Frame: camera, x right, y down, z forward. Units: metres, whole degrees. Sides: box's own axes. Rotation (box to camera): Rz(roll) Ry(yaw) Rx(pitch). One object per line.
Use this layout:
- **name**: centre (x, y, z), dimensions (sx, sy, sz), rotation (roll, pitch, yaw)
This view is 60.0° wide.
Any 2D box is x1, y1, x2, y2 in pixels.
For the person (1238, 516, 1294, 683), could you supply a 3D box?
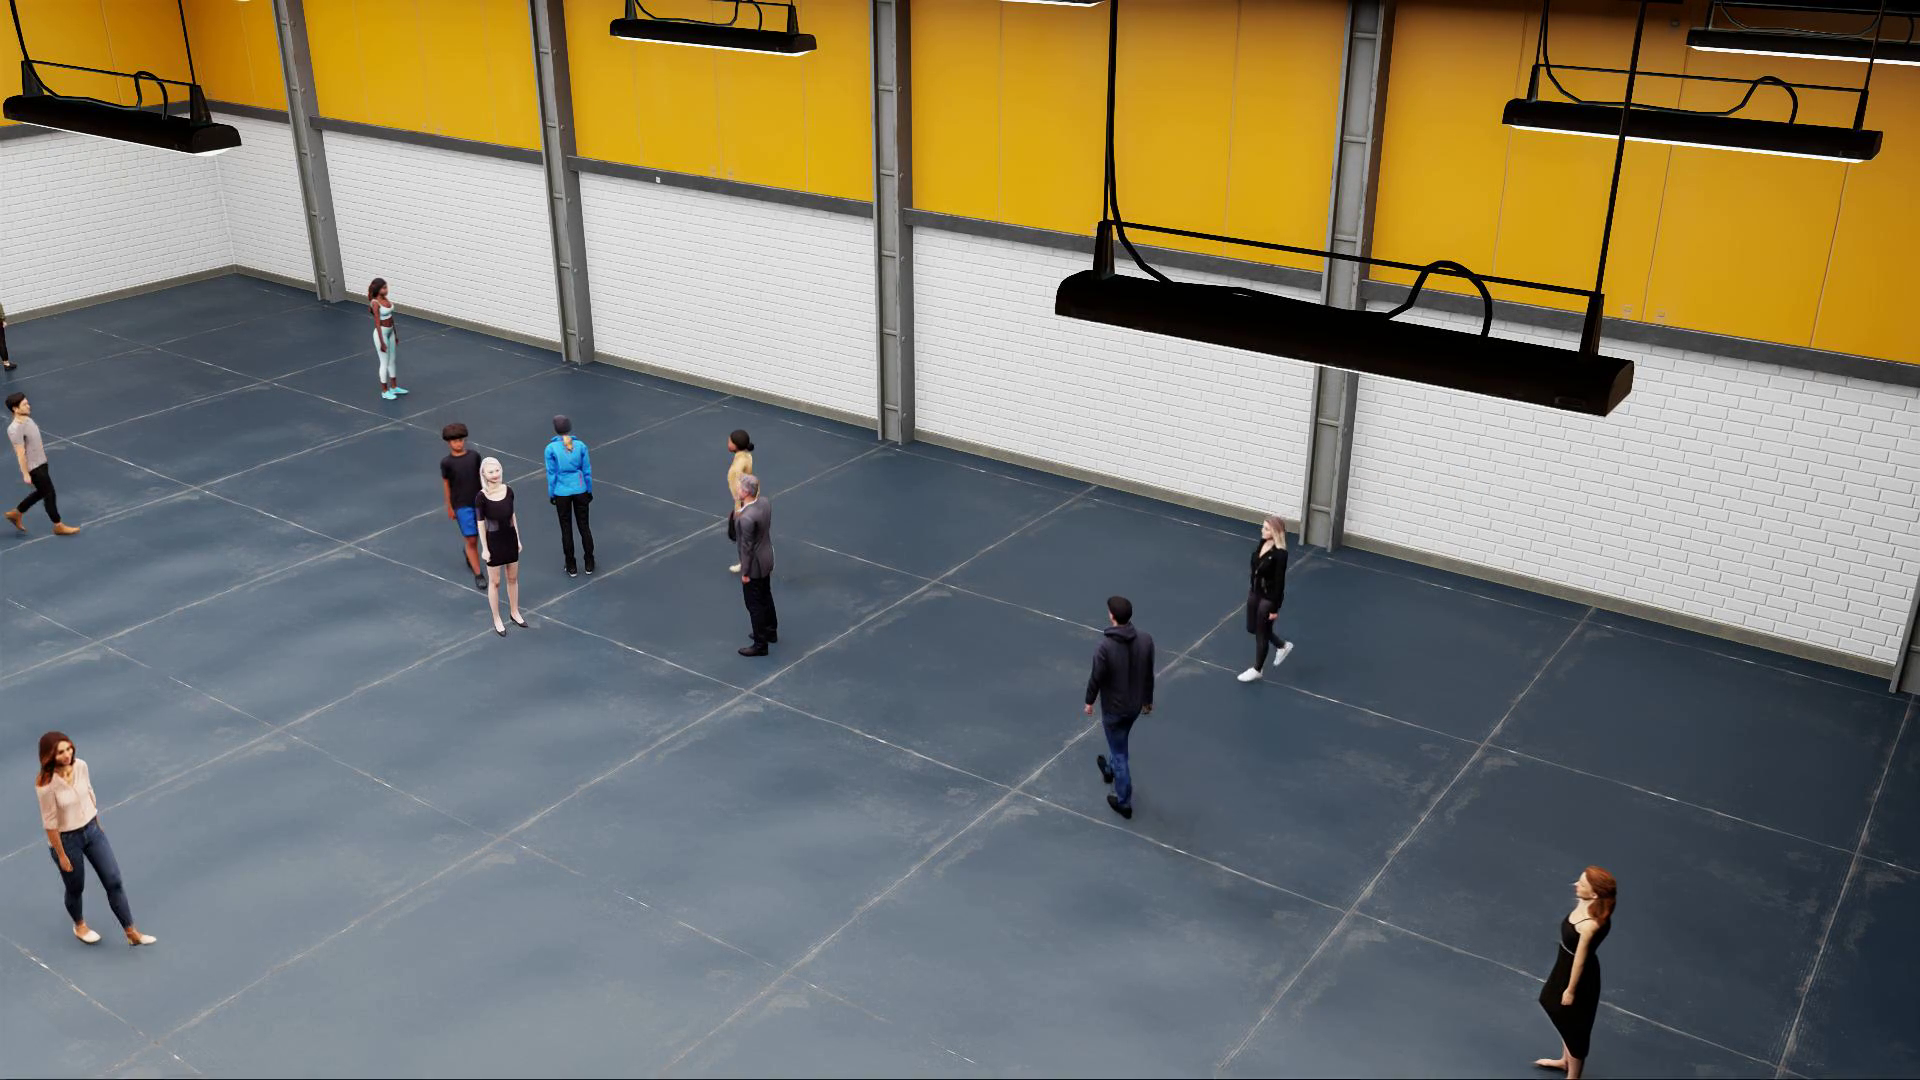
- **person**: centre (2.941, 0.544, 15.565), dimensions (0.918, 1.678, 0.896), rotation (-9, 25, -20)

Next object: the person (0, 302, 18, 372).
- **person**: centre (-14.231, -3.206, 24.397), dimensions (0.644, 1.476, 0.710), rotation (-3, 24, -7)

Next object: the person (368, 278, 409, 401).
- **person**: centre (-8.029, -2.827, 23.220), dimensions (0.651, 1.723, 0.644), rotation (5, 24, 11)

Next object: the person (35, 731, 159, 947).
- **person**: centre (-6.351, 2.127, 11.836), dimensions (1.001, 1.765, 0.696), rotation (11, 26, 24)

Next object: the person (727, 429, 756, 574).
- **person**: centre (-2.236, -0.378, 17.708), dimensions (0.854, 1.651, 0.777), rotation (3, 24, 6)

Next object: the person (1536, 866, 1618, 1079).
- **person**: centre (3.924, 2.775, 10.531), dimensions (0.650, 1.622, 0.636), rotation (7, 25, 16)

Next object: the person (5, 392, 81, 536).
- **person**: centre (-10.484, -0.833, 18.688), dimensions (1.077, 1.699, 1.021), rotation (-4, 24, -9)

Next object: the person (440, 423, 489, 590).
- **person**: centre (-5.233, -0.413, 17.642), dimensions (0.906, 1.768, 1.215), rotation (-15, 28, -31)

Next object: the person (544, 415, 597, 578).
- **person**: centre (-4.156, -0.482, 17.760), dimensions (0.694, 1.800, 0.720), rotation (-8, 25, -17)

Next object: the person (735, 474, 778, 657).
- **person**: centre (-1.981, 0.219, 16.116), dimensions (0.741, 1.832, 0.788), rotation (5, 24, 10)

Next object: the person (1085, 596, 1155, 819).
- **person**: centre (1.351, 1.384, 13.416), dimensions (0.981, 1.861, 1.135), rotation (-11, 26, -23)

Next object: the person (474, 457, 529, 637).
- **person**: centre (-4.565, 0.047, 16.513), dimensions (0.539, 1.830, 0.609), rotation (21, 31, 39)
